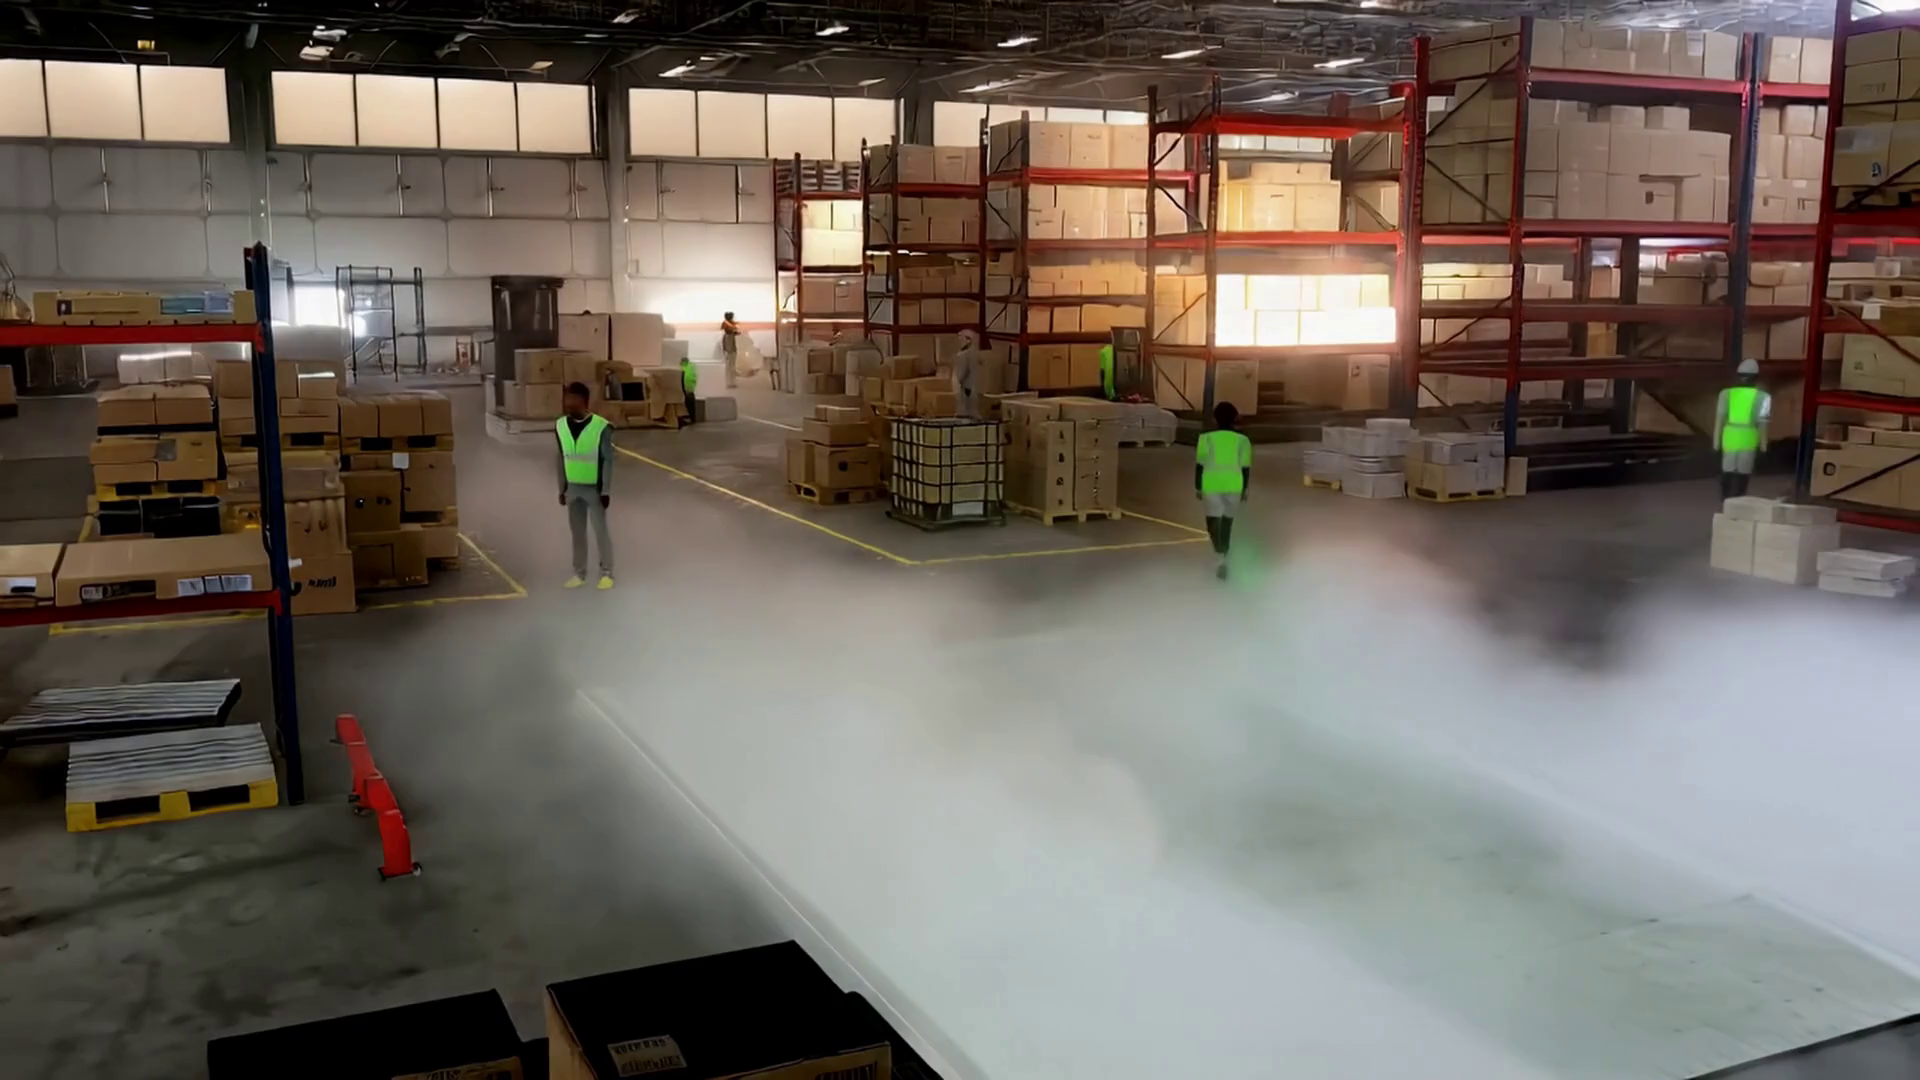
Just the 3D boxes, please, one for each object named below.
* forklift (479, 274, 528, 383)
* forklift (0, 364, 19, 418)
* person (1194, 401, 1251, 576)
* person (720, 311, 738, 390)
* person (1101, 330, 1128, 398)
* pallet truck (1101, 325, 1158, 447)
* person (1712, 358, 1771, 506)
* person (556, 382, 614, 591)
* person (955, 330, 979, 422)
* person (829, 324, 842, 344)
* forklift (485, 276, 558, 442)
[{"bbox_3d":[-11.268,-5.375,42.435,1.873,2.768,1.129,-4,10,-25],"label":"forklift"},{"bbox_3d":[-19.410,-3.697,32.024,1.873,2.768,1.129,1,9,8],"label":"forklift"},{"bbox_3d":[2.521,-0.494,15.888,0.534,1.670,0.782,0,9,-3],"label":"person"},{"bbox_3d":[-5.664,-4.648,40.840,0.366,1.938,0.630,3,10,18],"label":"person"},{"bbox_3d":[2.691,-2.826,29.521,0.653,1.938,0.643,-8,12,-40],"label":"person"},{"bbox_3d":[2.881,-2.596,27.923,0.823,1.965,1.885,-1,9,-7],"label":"pallet truck"},{"bbox_3d":[8.861,-1.092,18.822,0.581,1.920,0.534,7,12,38],"label":"person"},{"bbox_3d":[-3.401,-0.490,15.151,0.584,1.908,0.388,4,10,24],"label":"person"},{"bbox_3d":[0.114,-2.683,28.769,0.405,1.903,0.636,-2,9,-11],"label":"person"},{"bbox_3d":[-3.106,-4.645,41.913,0.876,1.592,0.536,-5,11,-30],"label":"person"},{"bbox_3d":[-7.568,-3.176,28.794,1.129,2.768,1.873,-4,10,-26],"label":"forklift"}]
